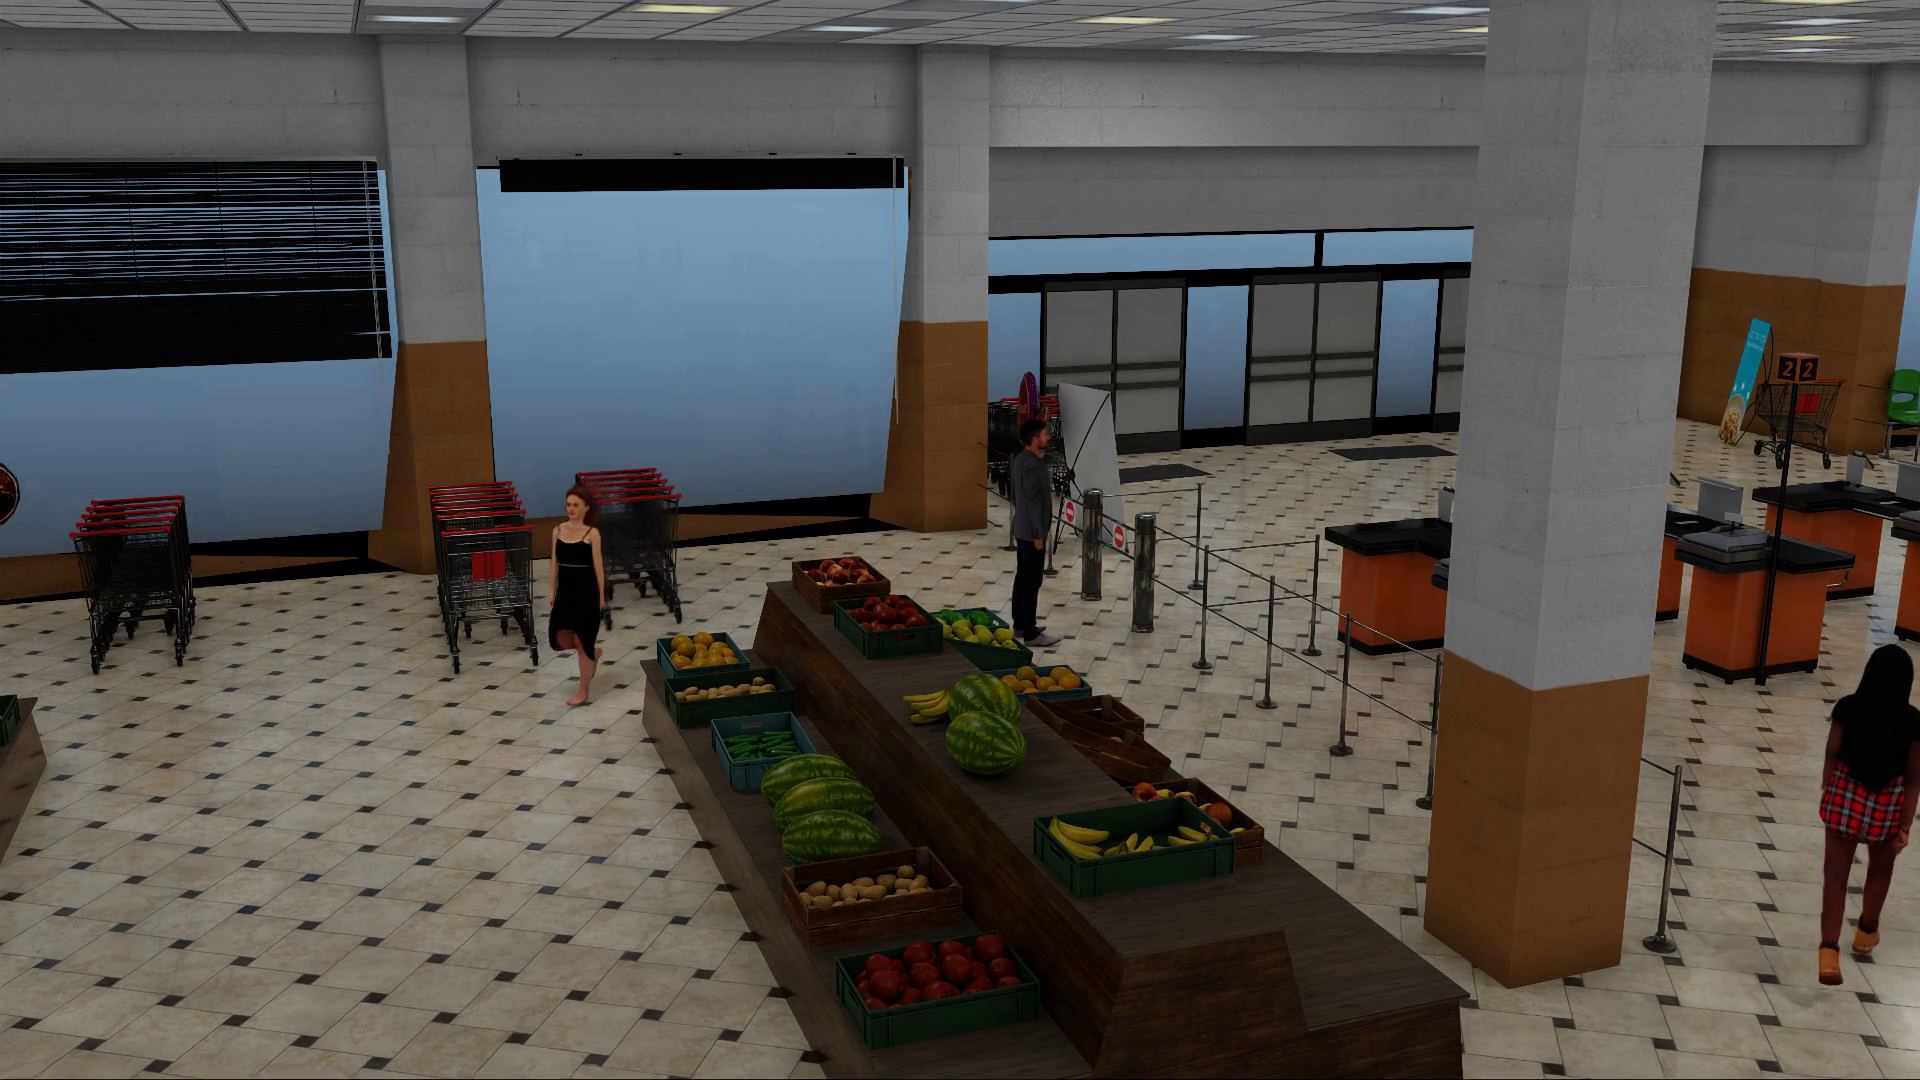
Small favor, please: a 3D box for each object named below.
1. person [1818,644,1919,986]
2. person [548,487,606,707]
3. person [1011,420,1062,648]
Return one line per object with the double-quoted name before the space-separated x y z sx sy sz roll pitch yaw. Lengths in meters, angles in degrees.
"person" 4.416 1.378 8.135 1.177 1.686 1.138 8 16 31
"person" -2.797 0.390 12.368 0.851 1.611 0.939 4 14 18
"person" 0.587 -0.074 13.725 0.761 1.874 0.569 -3 14 -13
